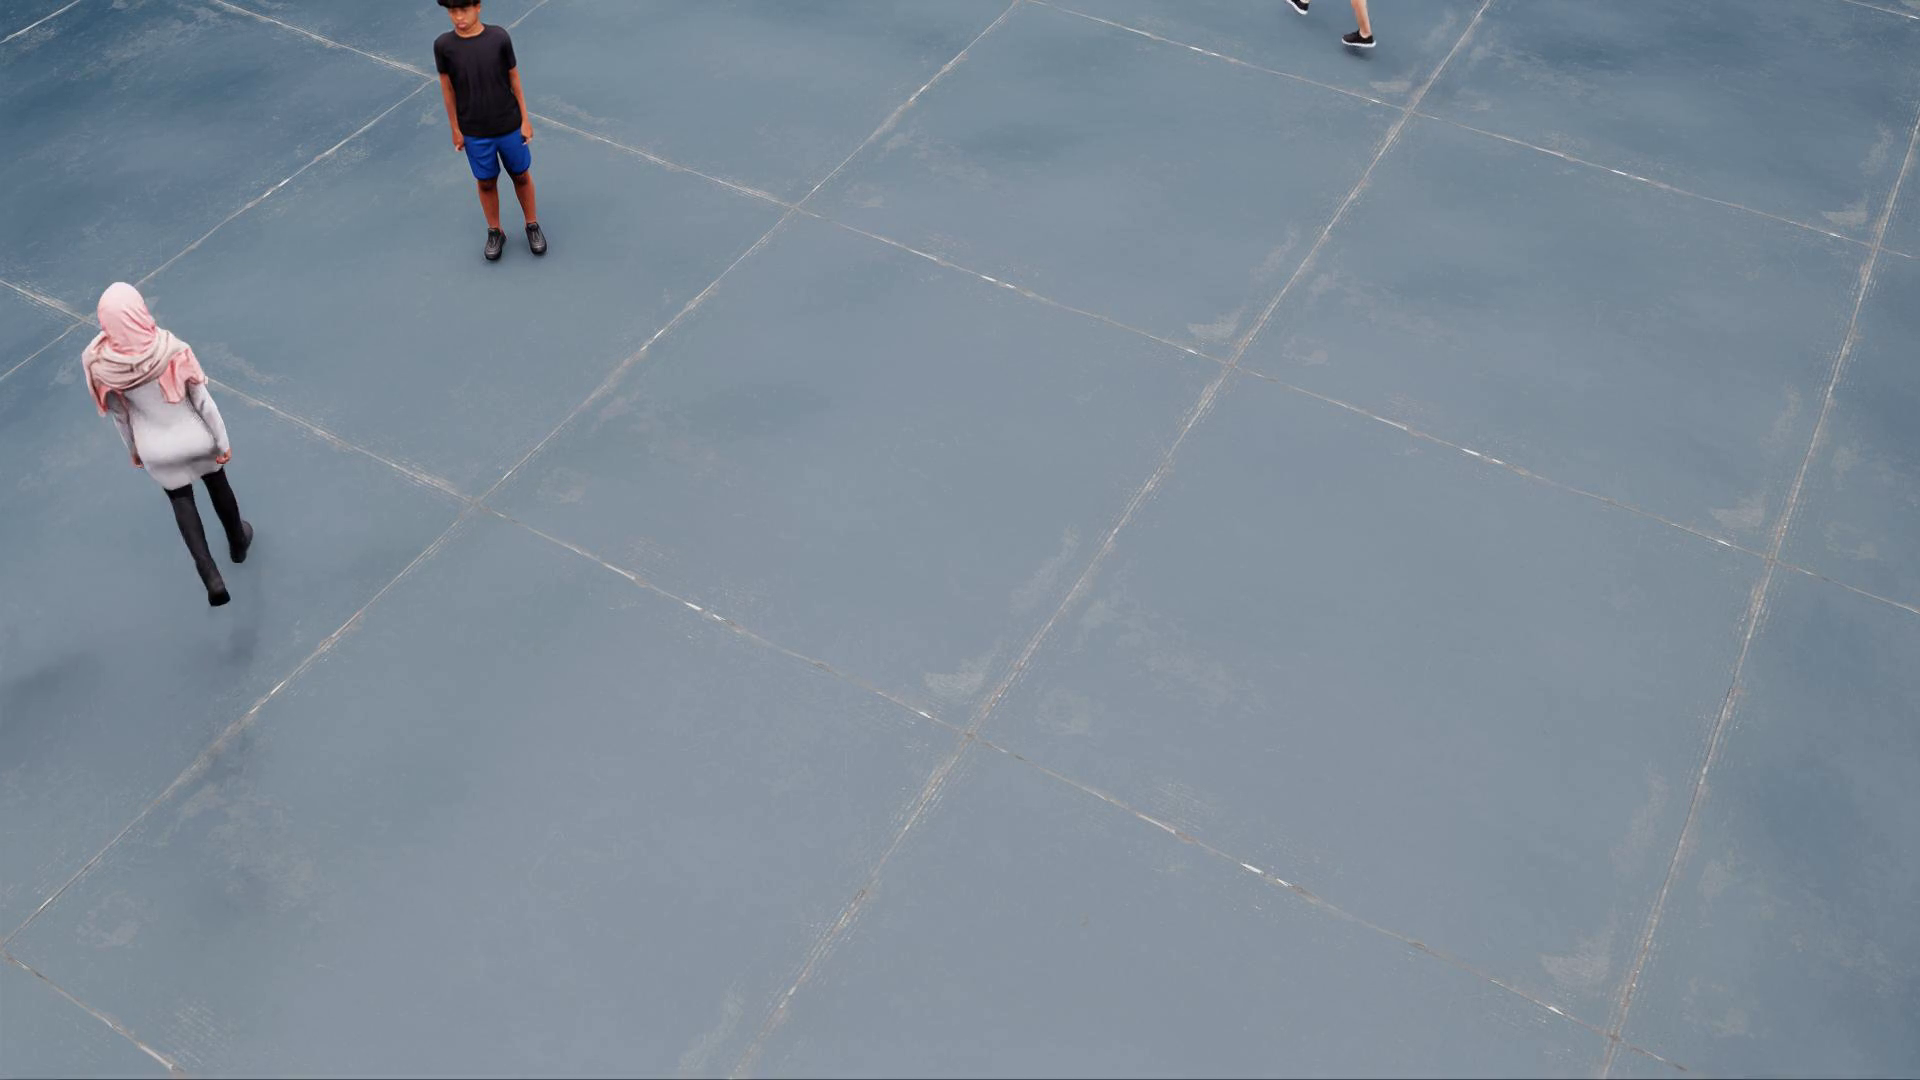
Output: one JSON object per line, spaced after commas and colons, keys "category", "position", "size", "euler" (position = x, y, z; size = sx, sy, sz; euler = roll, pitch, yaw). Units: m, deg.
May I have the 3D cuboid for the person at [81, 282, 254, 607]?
{"category": "person", "position": [-3.632, -0.394, 7.715], "size": [0.991, 1.787, 1.073], "euler": [-13, 49, -11]}

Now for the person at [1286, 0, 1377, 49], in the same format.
{"category": "person", "position": [2.675, -4.160, 11.227], "size": [0.890, 1.742, 1.219], "euler": [-31, 54, -25]}

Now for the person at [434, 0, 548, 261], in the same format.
{"category": "person", "position": [-2.710, -2.435, 9.595], "size": [0.690, 1.797, 0.759], "euler": [-9, 48, -8]}
